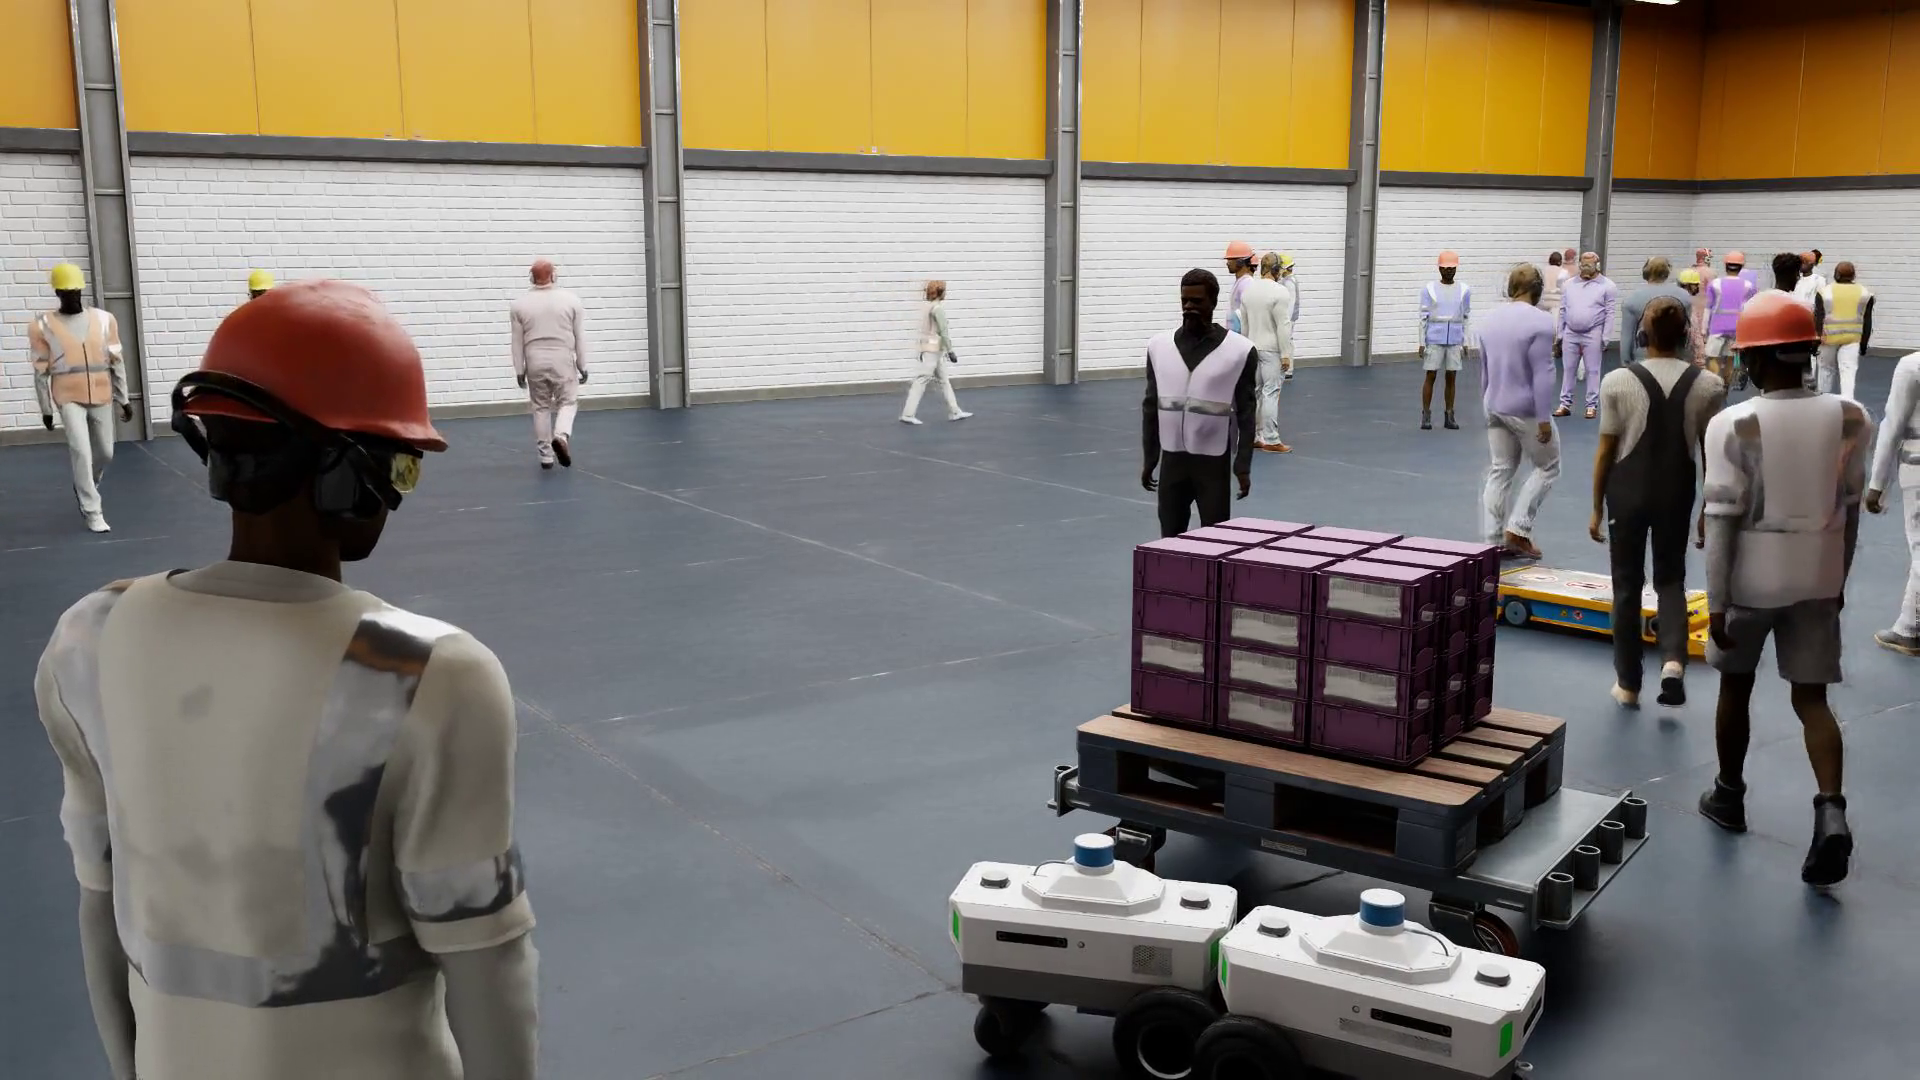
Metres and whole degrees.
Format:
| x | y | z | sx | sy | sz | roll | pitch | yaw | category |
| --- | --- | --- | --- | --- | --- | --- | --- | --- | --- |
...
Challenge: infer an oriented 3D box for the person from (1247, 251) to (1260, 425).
| x | y | z | sx | sy | sz | roll | pitch | yaw | category |
| --- | --- | --- | --- | --- | --- | --- | --- | --- | --- |
| 3.172 | -2.242 | 18.442 | 0.365 | 1.939 | 0.542 | 2 | 10 | 9 | person |

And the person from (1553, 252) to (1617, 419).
| x | y | z | sx | sy | sz | roll | pitch | yaw | category |
| --- | --- | --- | --- | --- | --- | --- | --- | --- | --- |
| 7.168 | -2.349 | 19.127 | 0.639 | 1.907 | 0.406 | 8 | 13 | 38 | person |

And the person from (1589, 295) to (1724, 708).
| x | y | z | sx | sy | sz | roll | pitch | yaw | category |
| --- | --- | --- | --- | --- | --- | --- | --- | --- | --- |
| 3.014 | -0.141 | 7.236 | 0.504 | 1.832 | 0.453 | 2 | 10 | 10 | person |

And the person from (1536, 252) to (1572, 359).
| x | y | z | sx | sy | sz | roll | pitch | yaw | category |
| --- | --- | --- | --- | --- | --- | --- | --- | --- | --- |
| 10.130 | -3.966 | 28.256 | 0.841 | 1.811 | 0.632 | -10 | 14 | -42 | person |

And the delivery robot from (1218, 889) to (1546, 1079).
| x | y | z | sx | sy | sz | roll | pitch | yaw | category |
| --- | --- | --- | --- | --- | --- | --- | --- | --- | --- |
| 0.978 | 1.059 | 3.883 | 0.707 | 0.478 | 0.477 | 6 | 12 | 30 | delivery robot |

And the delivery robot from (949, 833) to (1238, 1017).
| x | y | z | sx | sy | sz | roll | pitch | yaw | category |
| --- | --- | --- | --- | --- | --- | --- | --- | --- | --- |
| 0.337 | 0.994 | 4.244 | 0.707 | 0.478 | 0.477 | 3 | 11 | 15 | delivery robot |

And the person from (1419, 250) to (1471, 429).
| x | y | z | sx | sy | sz | roll | pitch | yaw | category |
| --- | --- | --- | --- | --- | --- | --- | --- | --- | --- |
| 5.234 | -2.154 | 17.965 | 0.551 | 1.936 | 0.356 | 0 | 10 | 1 | person |

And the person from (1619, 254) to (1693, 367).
| x | y | z | sx | sy | sz | roll | pitch | yaw | category |
| --- | --- | --- | --- | --- | --- | --- | --- | --- | --- |
| 6.398 | -1.662 | 15.322 | 0.629 | 1.920 | 0.801 | 2 | 11 | 13 | person |

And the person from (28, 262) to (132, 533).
| x | y | z | sx | sy | sz | roll | pitch | yaw | category |
| --- | --- | --- | --- | --- | --- | --- | --- | --- | --- |
| -6.296 | -1.029 | 11.885 | 0.824 | 1.904 | 0.587 | 9 | 14 | 41 | person |

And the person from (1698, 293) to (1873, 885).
| x | y | z | sx | sy | sz | roll | pitch | yaw | category |
| --- | --- | --- | --- | --- | --- | --- | --- | --- | --- |
| 2.720 | 0.146 | 5.473 | 0.555 | 1.903 | 0.907 | 1 | 10 | 5 | person |

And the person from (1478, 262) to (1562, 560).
| x | y | z | sx | sy | sz | roll | pitch | yaw | category |
| --- | --- | --- | --- | --- | --- | --- | --- | --- | --- |
| 3.577 | -0.806 | 10.627 | 0.472 | 1.917 | 0.641 | -4 | 11 | -23 | person |

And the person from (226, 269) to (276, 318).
| x | y | z | sx | sy | sz | roll | pitch | yaw | category |
| --- | --- | --- | --- | --- | --- | --- | --- | --- | --- |
| -5.726 | -1.322 | 13.753 | 0.599 | 1.811 | 0.629 | -6 | 12 | -29 | person |

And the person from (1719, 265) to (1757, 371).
| x | y | z | sx | sy | sz | roll | pitch | yaw | category |
| --- | --- | --- | --- | --- | --- | --- | --- | --- | --- |
| 12.110 | -3.523 | 25.835 | 0.676 | 1.810 | 0.382 | -3 | 11 | -17 | person |

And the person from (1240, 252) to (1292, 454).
| x | y | z | sx | sy | sz | roll | pitch | yaw | category |
| --- | --- | --- | --- | --- | --- | --- | --- | --- | --- |
| 2.951 | -1.794 | 16.003 | 0.373 | 1.935 | 0.628 | -6 | 12 | -31 | person |

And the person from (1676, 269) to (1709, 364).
| x | y | z | sx | sy | sz | roll | pitch | yaw | category |
| --- | --- | --- | --- | --- | --- | --- | --- | --- | --- |
| 7.994 | -2.116 | 18.363 | 0.929 | 1.720 | 0.540 | 2 | 11 | 10 | person |

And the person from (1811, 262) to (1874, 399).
| x | y | z | sx | sy | sz | roll | pitch | yaw | category |
| --- | --- | --- | --- | --- | --- | --- | --- | --- | --- |
| 10.154 | -2.305 | 19.180 | 0.637 | 1.798 | 0.972 | 3 | 11 | 16 | person |

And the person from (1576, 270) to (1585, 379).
| x | y | z | sx | sy | sz | roll | pitch | yaw | category |
| --- | --- | --- | --- | --- | --- | --- | --- | --- | --- |
| 9.047 | -3.173 | 24.132 | 0.490 | 1.729 | 0.550 | 1 | 10 | 7 | person |

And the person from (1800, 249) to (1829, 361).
| x | y | z | sx | sy | sz | roll | pitch | yaw | category |
| --- | --- | --- | --- | --- | --- | --- | --- | --- | --- |
| 14.264 | -3.932 | 27.900 | 0.518 | 1.870 | 0.323 | 5 | 11 | 24 | person |

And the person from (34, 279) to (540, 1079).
| x | y | z | sx | sy | sz | roll | pitch | yaw | category |
| --- | --- | --- | --- | --- | --- | --- | --- | --- | --- |
| -0.788 | 0.699 | 2.090 | 0.618 | 2.028 | 0.409 | 3 | 11 | 15 | person |

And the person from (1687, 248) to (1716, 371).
| x | y | z | sx | sy | sz | roll | pitch | yaw | category |
| --- | --- | --- | --- | --- | --- | --- | --- | --- | --- |
| 11.215 | -3.457 | 25.190 | 0.406 | 1.911 | 0.636 | -4 | 11 | -19 | person |

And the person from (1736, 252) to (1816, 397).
| x | y | z | sx | sy | sz | roll | pitch | yaw | category |
| --- | --- | --- | --- | --- | --- | --- | --- | --- | --- |
| 6.978 | -1.455 | 14.112 | 0.745 | 1.937 | 0.605 | -3 | 11 | -14 | person |

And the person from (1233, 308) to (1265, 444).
| x | y | z | sx | sy | sz | roll | pitch | yaw | category |
| --- | --- | --- | --- | --- | --- | --- | --- | --- | --- |
| 2.973 | -1.765 | 16.672 | 0.516 | 1.631 | 0.332 | 0 | 10 | -1 | person |

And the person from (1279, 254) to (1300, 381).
| x | y | z | sx | sy | sz | roll | pitch | yaw | category |
| --- | --- | --- | --- | --- | --- | --- | --- | --- | --- |
| 4.711 | -3.219 | 24.109 | 0.404 | 1.826 | 0.587 | 2 | 10 | 9 | person |

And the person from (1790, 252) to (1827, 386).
| x | y | z | sx | sy | sz | roll | pitch | yaw | category |
| --- | --- | --- | --- | --- | --- | --- | --- | --- | --- |
| 11.078 | -2.835 | 21.841 | 0.337 | 1.882 | 0.584 | -2 | 11 | -13 | person |

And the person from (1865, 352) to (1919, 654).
| x | y | z | sx | sy | sz | roll | pitch | yaw | category |
| --- | --- | --- | --- | --- | --- | --- | --- | --- | --- |
| 4.723 | -0.280 | 7.959 | 0.588 | 1.850 | 0.933 | 0 | 10 | -3 | person |

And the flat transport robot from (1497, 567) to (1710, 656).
| x | y | z | sx | sy | sz | roll | pitch | yaw | category |
| --- | --- | --- | --- | --- | --- | --- | --- | --- | --- |
| 3.409 | 0.346 | 8.830 | 0.652 | 0.197 | 1.431 | -9 | 14 | -41 | flat transport robot |

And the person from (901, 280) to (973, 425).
| x | y | z | sx | sy | sz | roll | pitch | yaw | category |
| --- | --- | --- | --- | --- | --- | --- | --- | --- | --- |
| -0.279 | -2.079 | 18.489 | 0.868 | 1.594 | 0.509 | -3 | 11 | -14 | person |

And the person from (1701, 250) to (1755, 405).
| x | y | z | sx | sy | sz | roll | pitch | yaw | category |
| --- | --- | --- | --- | --- | --- | --- | --- | --- | --- |
| 9.376 | -2.576 | 20.323 | 0.556 | 1.920 | 0.735 | 3 | 11 | 15 | person |

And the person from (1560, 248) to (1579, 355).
| x | y | z | sx | sy | sz | roll | pitch | yaw | category |
| --- | --- | --- | --- | --- | --- | --- | --- | --- | --- |
| 10.623 | -4.159 | 29.089 | 0.669 | 1.889 | 0.705 | 9 | 14 | 41 | person |

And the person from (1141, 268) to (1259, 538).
| x | y | z | sx | sy | sz | roll | pitch | yaw | category |
| --- | --- | --- | --- | --- | --- | --- | --- | --- | --- |
| 1.213 | -0.416 | 8.488 | 0.589 | 1.920 | 0.399 | 5 | 12 | 27 | person |

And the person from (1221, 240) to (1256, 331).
| x | y | z | sx | sy | sz | roll | pitch | yaw | category |
| --- | --- | --- | --- | --- | --- | --- | --- | --- | --- |
| 2.828 | -2.018 | 16.928 | 0.391 | 2.041 | 0.615 | 1 | 10 | 6 | person |

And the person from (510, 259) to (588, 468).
| x | y | z | sx | sy | sz | roll | pitch | yaw | category |
| --- | --- | --- | --- | --- | --- | --- | --- | --- | --- |
| -3.656 | -1.551 | 14.794 | 0.658 | 1.885 | 0.596 | -1 | 10 | -5 | person |
